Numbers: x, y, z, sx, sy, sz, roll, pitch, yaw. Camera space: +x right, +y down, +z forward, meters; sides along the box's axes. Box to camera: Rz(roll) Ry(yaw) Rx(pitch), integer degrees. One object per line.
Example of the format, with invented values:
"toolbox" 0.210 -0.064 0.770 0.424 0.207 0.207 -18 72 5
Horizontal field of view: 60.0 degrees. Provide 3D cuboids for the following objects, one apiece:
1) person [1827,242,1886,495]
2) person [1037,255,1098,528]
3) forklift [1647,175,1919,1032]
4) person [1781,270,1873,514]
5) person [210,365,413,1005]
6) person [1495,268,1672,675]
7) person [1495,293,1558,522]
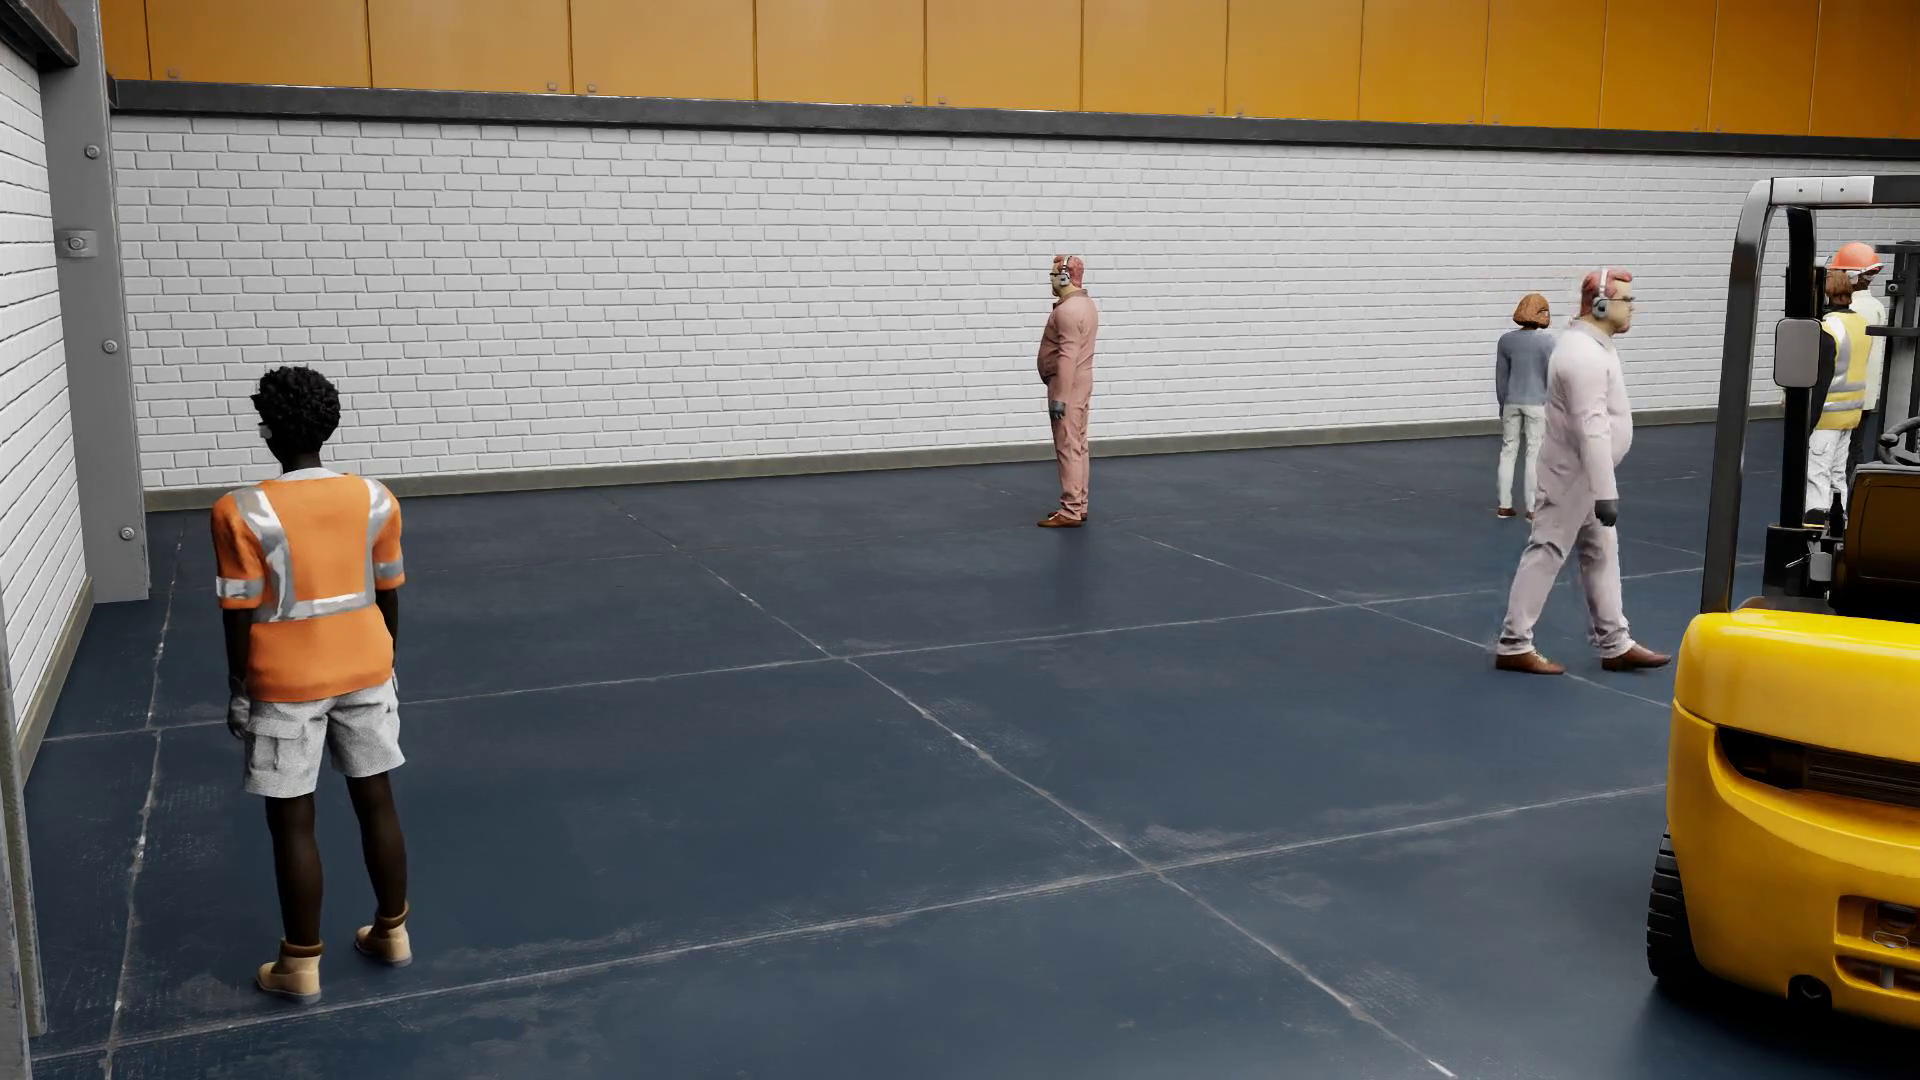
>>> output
"person" 5.628 -0.880 10.577 0.378 1.995 0.612 9 14 42
"person" 0.744 -1.042 11.712 0.409 1.907 0.651 3 11 15
"forklift" 2.810 0.094 4.662 1.214 2.155 2.313 7 12 34
"person" 5.158 -0.691 9.975 0.636 1.836 0.429 -9 13 -40
"person" -1.725 0.381 4.483 0.321 1.690 0.527 8 13 38
"person" 2.916 -0.285 7.602 0.873 1.879 0.686 4 11 21
"person" 4.078 -0.950 11.954 0.278 1.634 0.498 -8 13 -38
